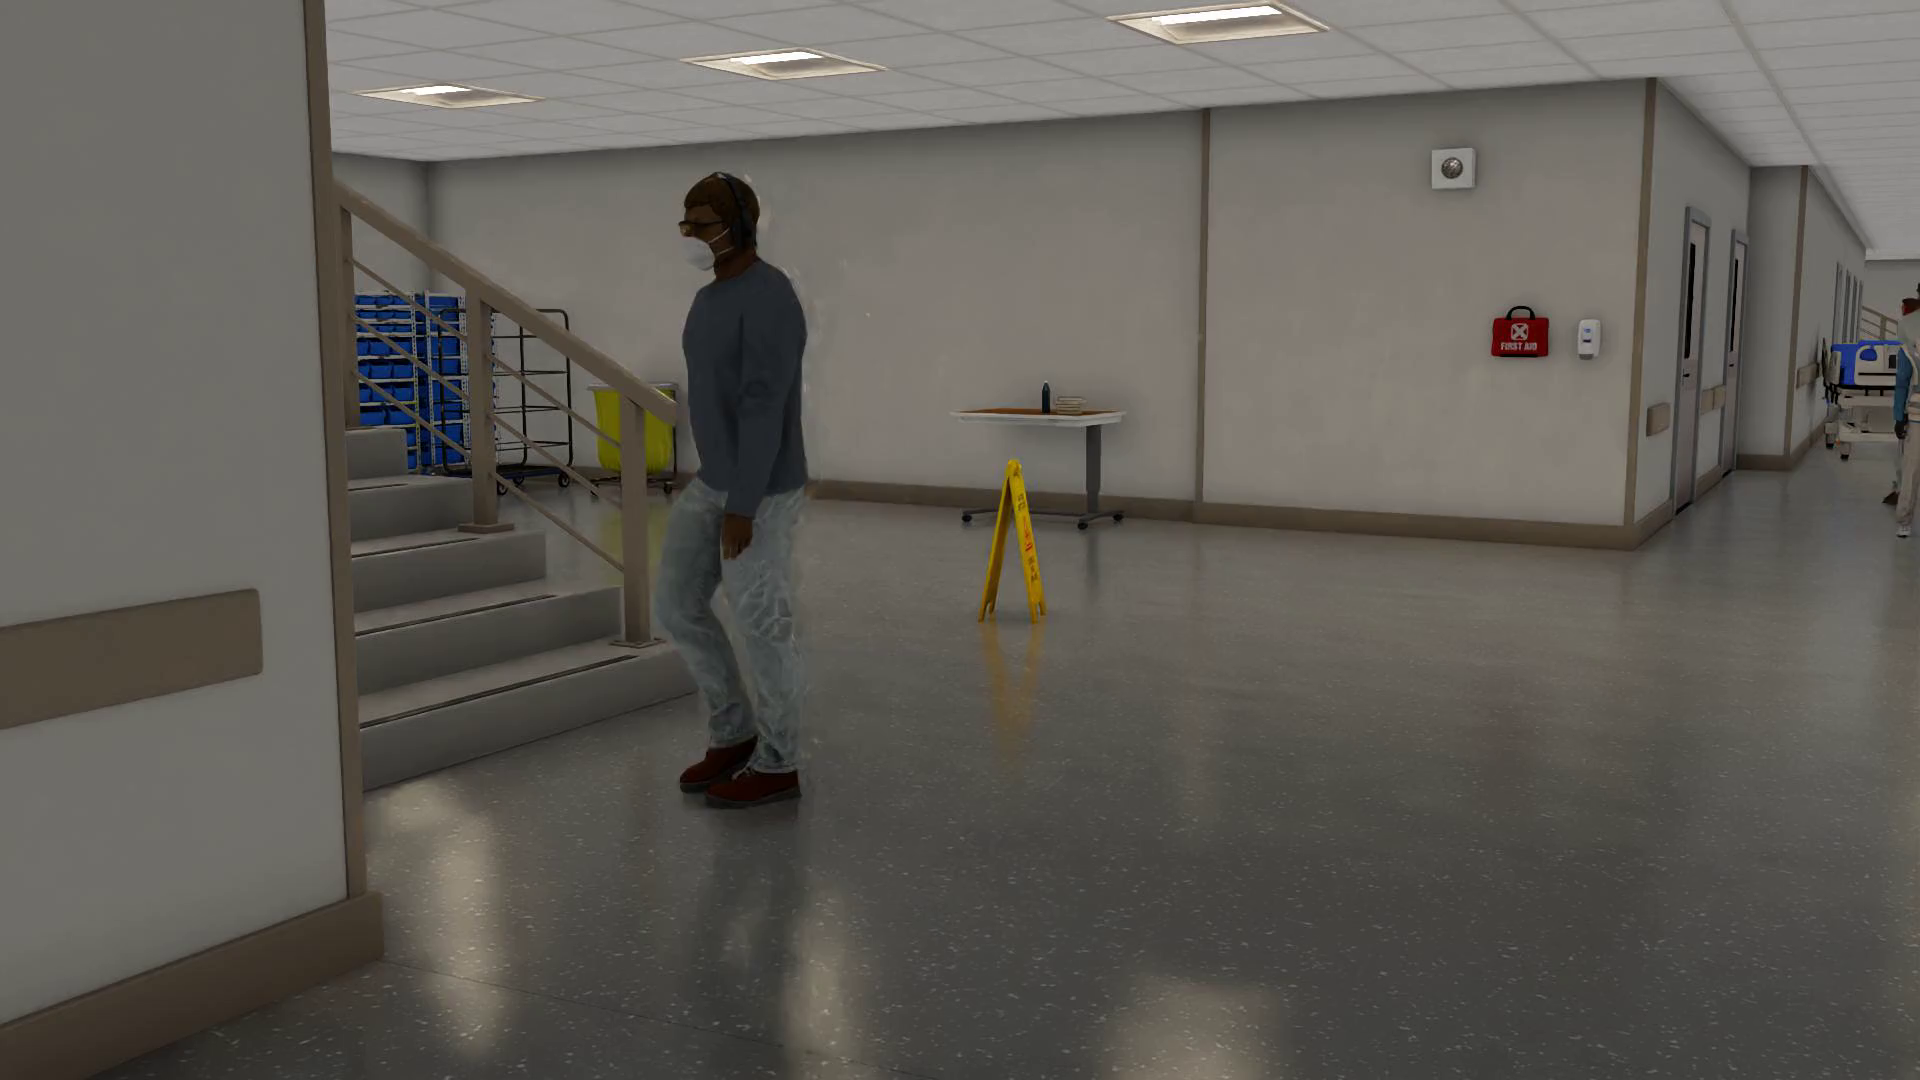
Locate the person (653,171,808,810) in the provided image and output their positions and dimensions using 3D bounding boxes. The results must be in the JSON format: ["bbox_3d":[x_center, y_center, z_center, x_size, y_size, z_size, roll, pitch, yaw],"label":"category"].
[{"bbox_3d":[-0.701,-0.130,5.016,0.509,1.917,0.641,-5,9,-31],"label":"person"}]

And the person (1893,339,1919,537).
[{"bbox_3d":[6.679,-0.816,11.405,0.509,1.629,0.315,3,8,19],"label":"person"}]

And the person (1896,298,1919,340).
[{"bbox_3d":[13.494,-2.513,23.651,0.564,1.843,0.390,-5,9,-33],"label":"person"}]

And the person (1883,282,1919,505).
[{"bbox_3d":[8.018,-1.242,13.669,0.965,1.908,0.640,-5,9,-34],"label":"person"}]
